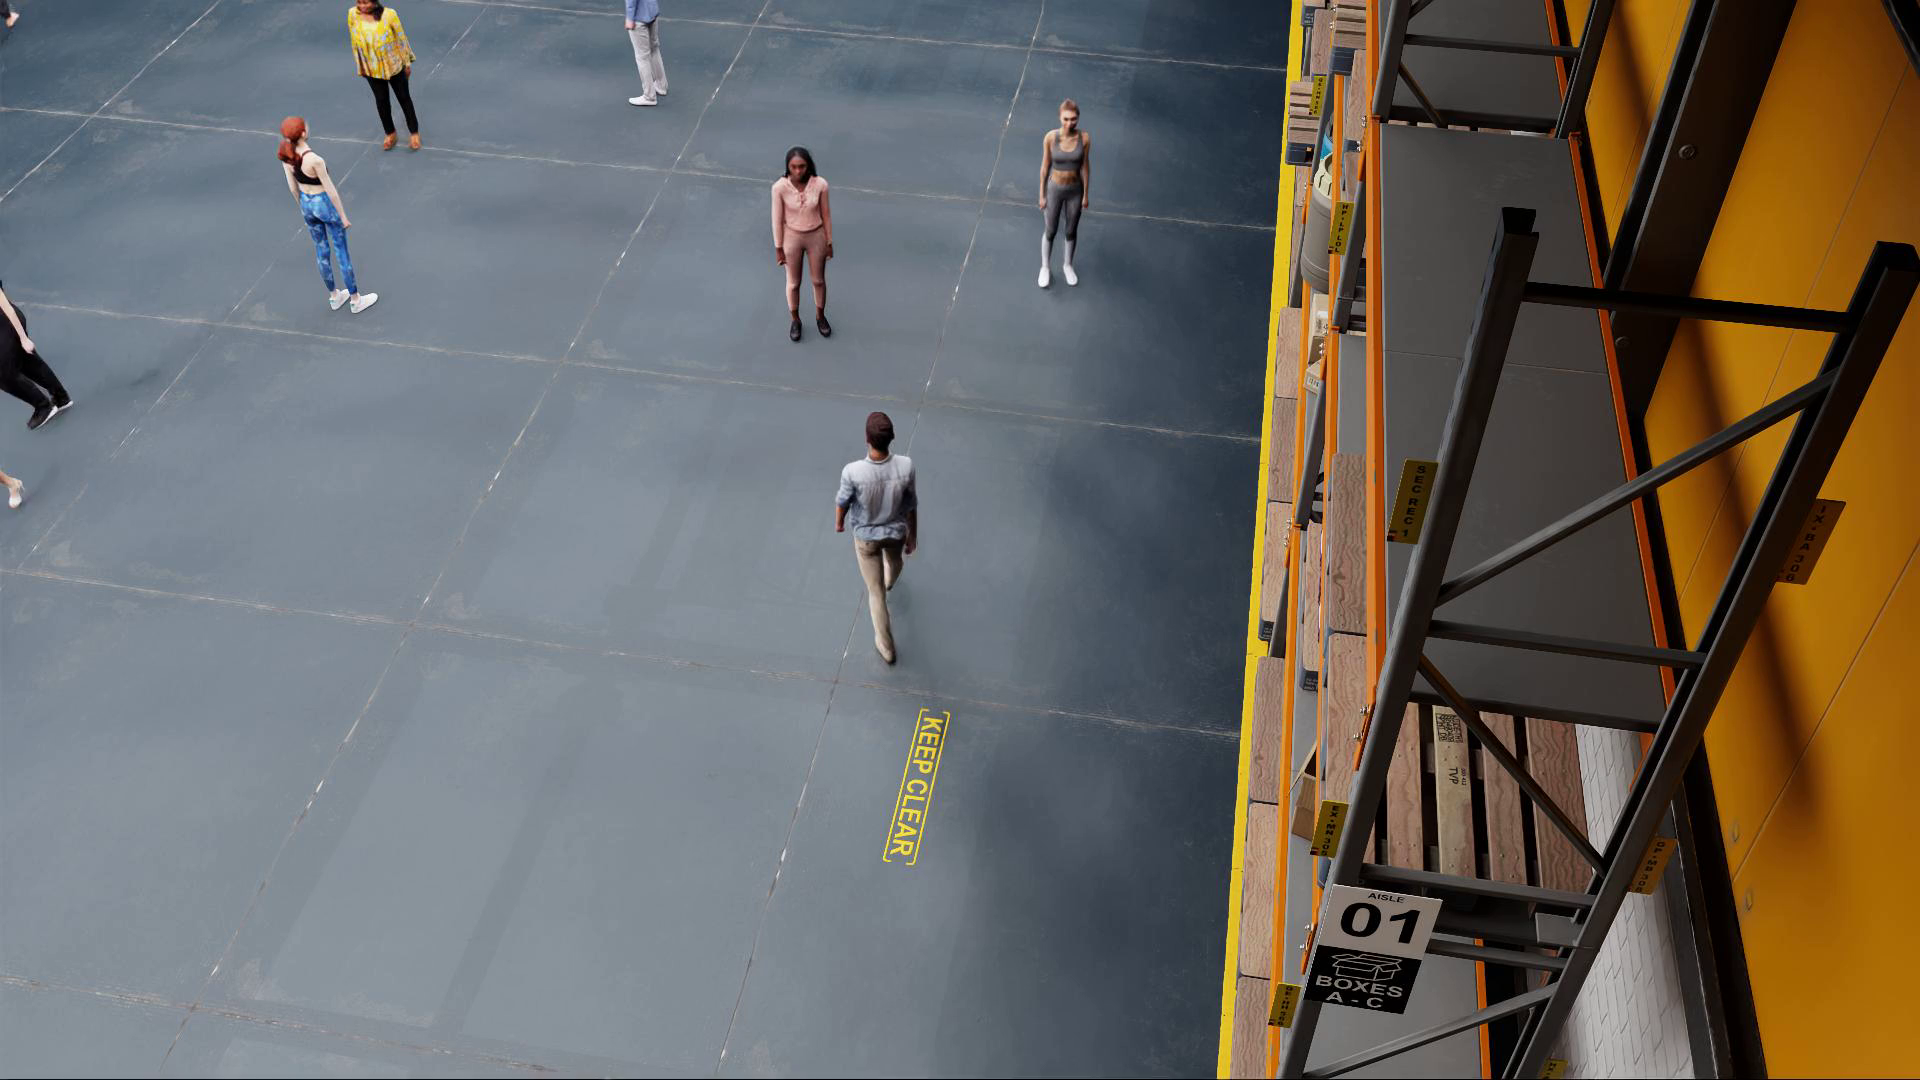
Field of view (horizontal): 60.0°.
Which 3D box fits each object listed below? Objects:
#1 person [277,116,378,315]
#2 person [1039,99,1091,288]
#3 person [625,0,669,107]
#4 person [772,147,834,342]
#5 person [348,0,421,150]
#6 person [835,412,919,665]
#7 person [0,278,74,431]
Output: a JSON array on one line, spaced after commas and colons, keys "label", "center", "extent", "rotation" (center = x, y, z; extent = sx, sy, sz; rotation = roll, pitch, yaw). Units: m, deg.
[{"label": "person", "center": [-5.199, -2.650, 13.559], "extent": [0.597, 1.786, 0.625], "rotation": [12, 45, 13]}, {"label": "person", "center": [0.869, -2.894, 13.867], "extent": [0.617, 1.704, 0.588], "rotation": [-3, 44, -3]}, {"label": "person", "center": [-3.080, -5.122, 16.072], "extent": [0.750, 1.888, 0.564], "rotation": [14, 45, 14]}, {"label": "person", "center": [-1.243, -2.376, 13.313], "extent": [0.689, 1.720, 0.650], "rotation": [-8, 44, -9]}, {"label": "person", "center": [-5.359, -4.422, 15.508], "extent": [0.777, 1.653, 0.814], "rotation": [-1, 44, -2]}, {"label": "person", "center": [-0.499, 0.035, 10.719], "extent": [1.014, 1.805, 1.260], "rotation": [-12, 45, -13]}, {"label": "person", "center": [-7.097, -1.654, 12.548], "extent": [0.775, 1.730, 0.830], "rotation": [28, 50, 26]}]
